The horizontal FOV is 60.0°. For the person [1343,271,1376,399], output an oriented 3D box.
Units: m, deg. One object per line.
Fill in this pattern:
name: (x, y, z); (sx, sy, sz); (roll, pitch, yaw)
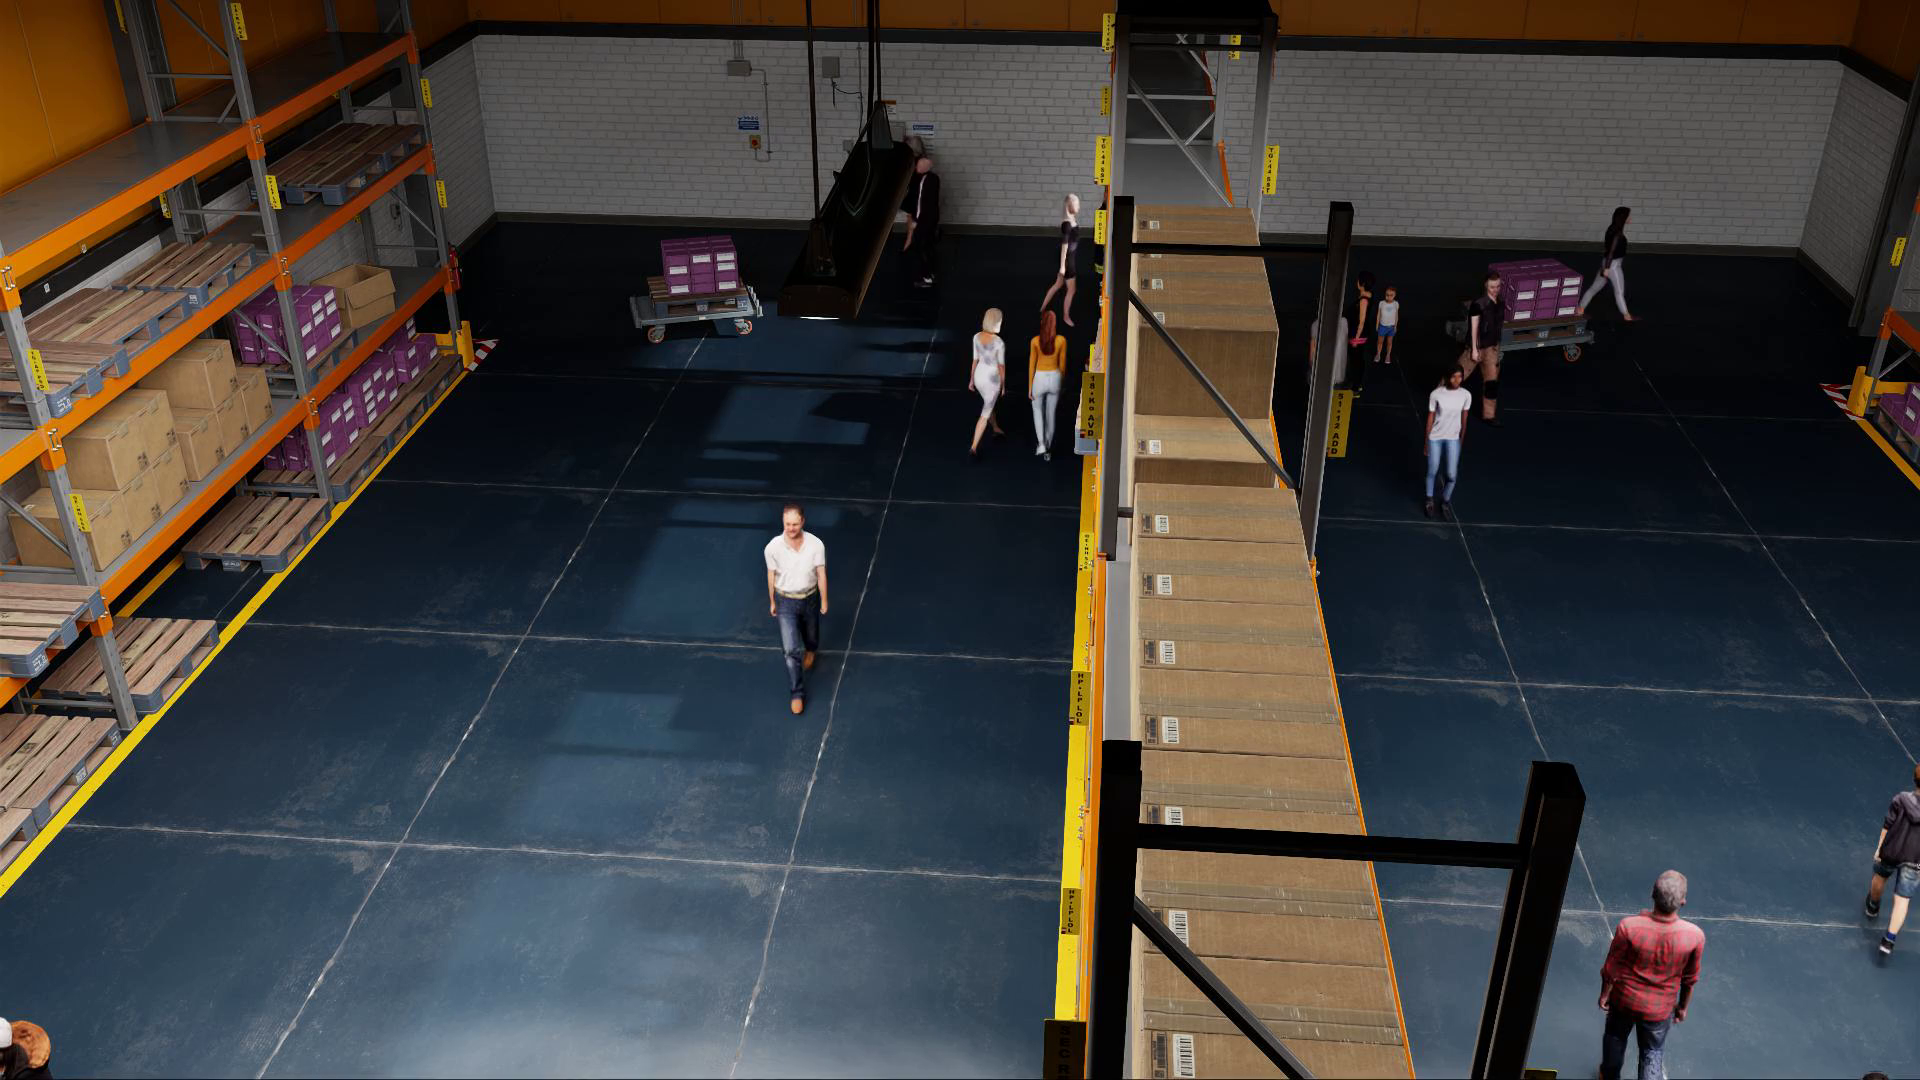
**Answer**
person: (4.765, -2.469, 19.838); (0.665, 1.553, 0.531); (11, 31, 20)

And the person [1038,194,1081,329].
person: (1.339, -3.625, 21.696); (0.706, 1.803, 0.711); (0, 29, 0)

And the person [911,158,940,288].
person: (-0.473, -4.443, 23.167); (0.853, 1.830, 0.674); (18, 33, 29)

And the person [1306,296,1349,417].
person: (4.202, -2.005, 18.950); (0.731, 1.587, 0.967); (-1, 29, -2)

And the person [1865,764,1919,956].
person: (6.490, 2.194, 11.433); (0.782, 1.415, 1.039); (15, 32, 25)

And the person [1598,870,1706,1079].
person: (4.075, 2.792, 9.927); (0.811, 1.808, 1.056); (8, 30, 14)

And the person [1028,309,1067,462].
person: (0.967, -1.646, 18.135); (0.620, 1.738, 0.717); (-1, 29, -3)

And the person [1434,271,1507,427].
person: (5.928, -2.250, 19.185); (1.079, 1.792, 1.314); (-13, 31, -22)

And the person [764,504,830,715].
person: (-1.363, 0.480, 14.144); (0.753, 1.828, 1.190); (-1, 29, -1)

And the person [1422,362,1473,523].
person: (4.937, -1.052, 17.077); (0.589, 1.708, 0.622); (3, 29, 6)

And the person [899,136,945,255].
person: (-0.618, -5.030, 24.345); (0.931, 1.732, 0.982); (-7, 29, -12)

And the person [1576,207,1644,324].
person: (8.493, -3.575, 21.860); (0.760, 1.558, 1.042); (6, 29, 10)

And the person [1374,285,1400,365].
person: (5.362, -2.718, 20.851); (0.445, 1.019, 0.462); (8, 30, 15)

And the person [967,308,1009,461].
person: (0.275, -1.665, 18.210); (0.953, 1.701, 1.171); (18, 33, 29)
